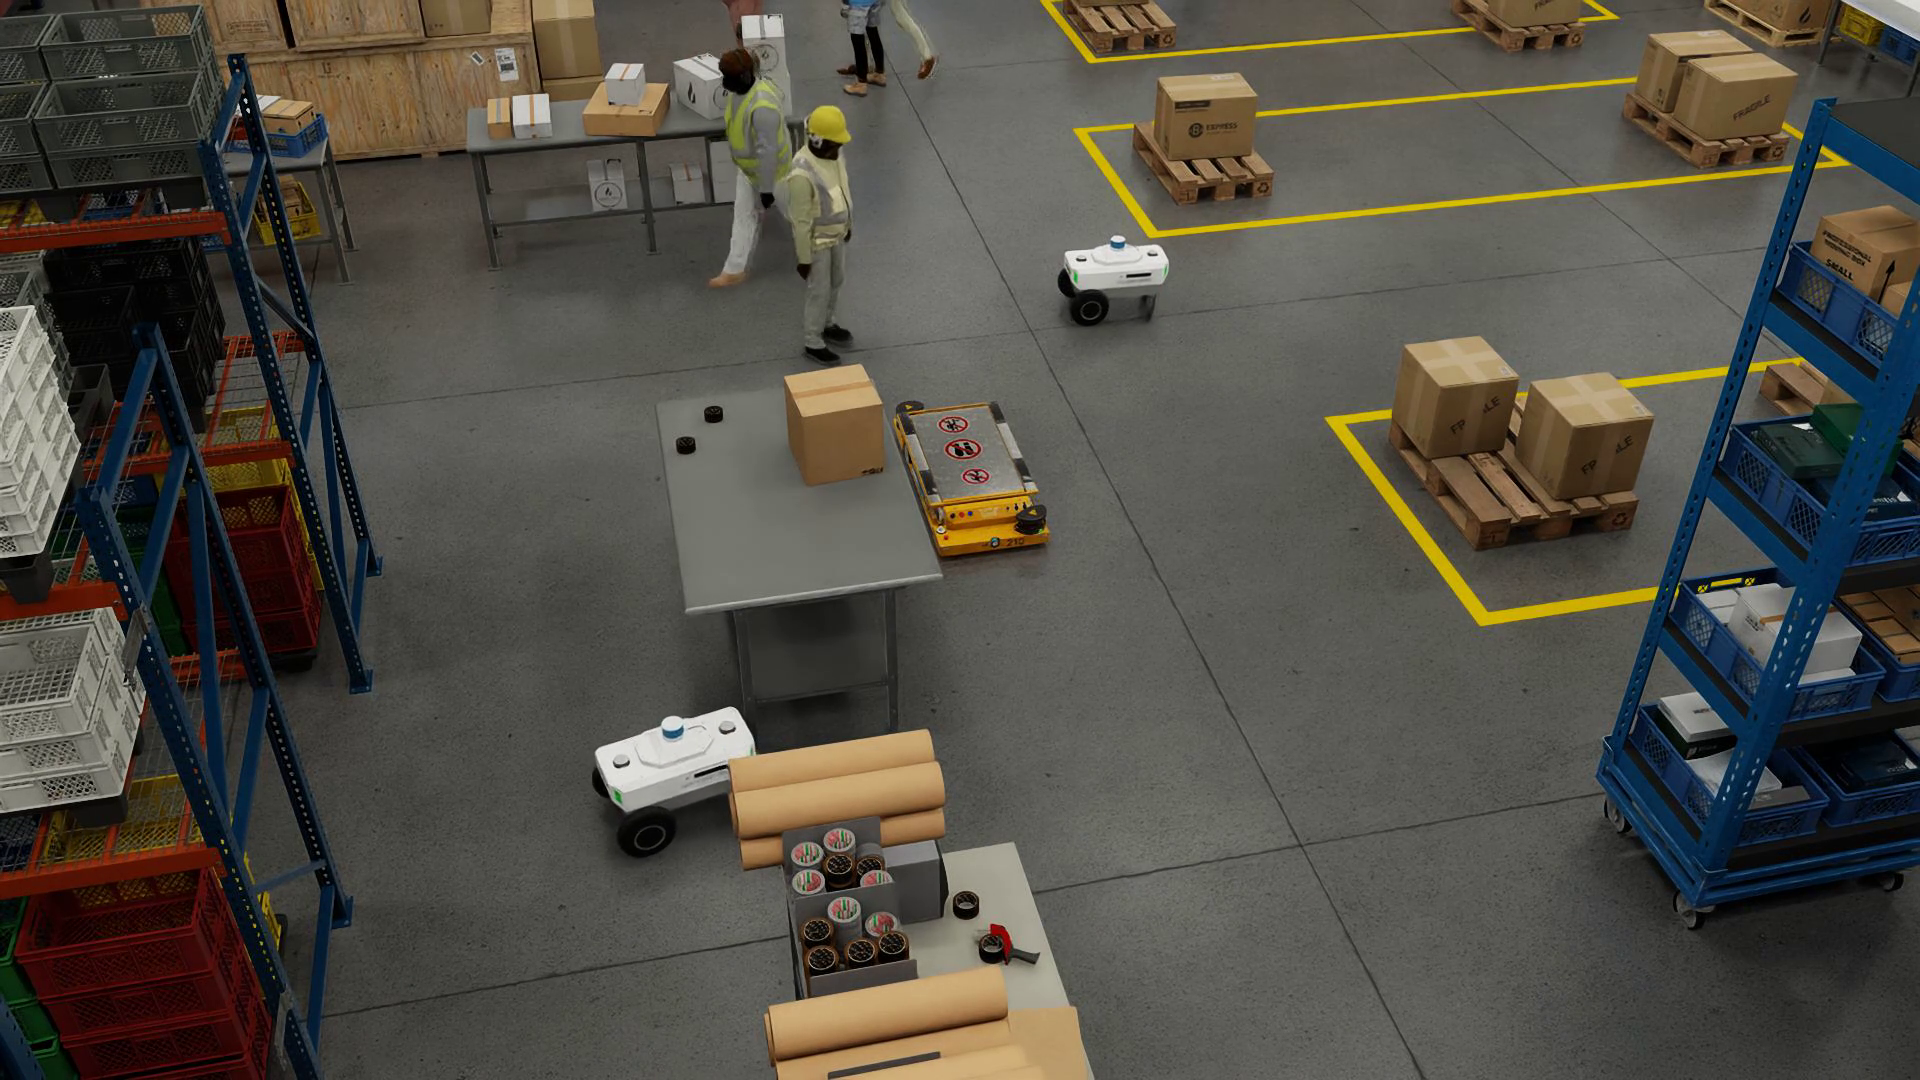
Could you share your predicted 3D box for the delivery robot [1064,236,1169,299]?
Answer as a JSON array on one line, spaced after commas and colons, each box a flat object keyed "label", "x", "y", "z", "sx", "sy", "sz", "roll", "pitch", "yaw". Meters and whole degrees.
[{"label": "delivery robot", "x": 1.109, "y": -1.921, "z": 11.801, "sx": 0.707, "sy": 0.478, "sz": 0.477, "roll": -6, "pitch": 37, "yaw": -7}]

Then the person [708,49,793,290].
[{"label": "person", "x": -1.350, "y": -2.682, "z": 11.904, "sx": 1.025, "sy": 1.769, "sz": 0.629, "roll": -20, "pitch": 41, "yaw": -24}]

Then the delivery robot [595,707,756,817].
[{"label": "delivery robot", "x": -1.330, "y": 1.037, "z": 7.825, "sx": 0.707, "sy": 0.478, "sz": 0.477, "roll": -16, "pitch": 40, "yaw": -21}]

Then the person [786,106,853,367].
[{"label": "person", "x": -0.909, "y": -2.004, "z": 10.947, "sx": 0.463, "sy": 1.806, "sz": 0.622, "roll": 13, "pitch": 39, "yaw": 17}]

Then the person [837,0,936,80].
[{"label": "person", "x": -0.650, "y": -5.106, "z": 15.127, "sx": 0.897, "sy": 1.809, "sz": 0.566, "roll": -14, "pitch": 39, "yaw": -19}]

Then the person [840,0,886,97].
[{"label": "person", "x": -0.872, "y": -4.846, "z": 14.867, "sx": 0.320, "sy": 1.689, "sz": 0.536, "roll": 19, "pitch": 41, "yaw": 24}]

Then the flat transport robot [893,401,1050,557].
[{"label": "flat transport robot", "x": 0.046, "y": -0.430, "z": 10.108, "sx": 0.652, "sy": 0.197, "sz": 1.431, "roll": -8, "pitch": 37, "yaw": -10}]

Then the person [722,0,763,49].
[{"label": "person", "x": -1.883, "y": -4.581, "z": 14.331, "sx": 0.410, "sy": 1.905, "sz": 0.640, "roll": -5, "pitch": 37, "yaw": -6}]
